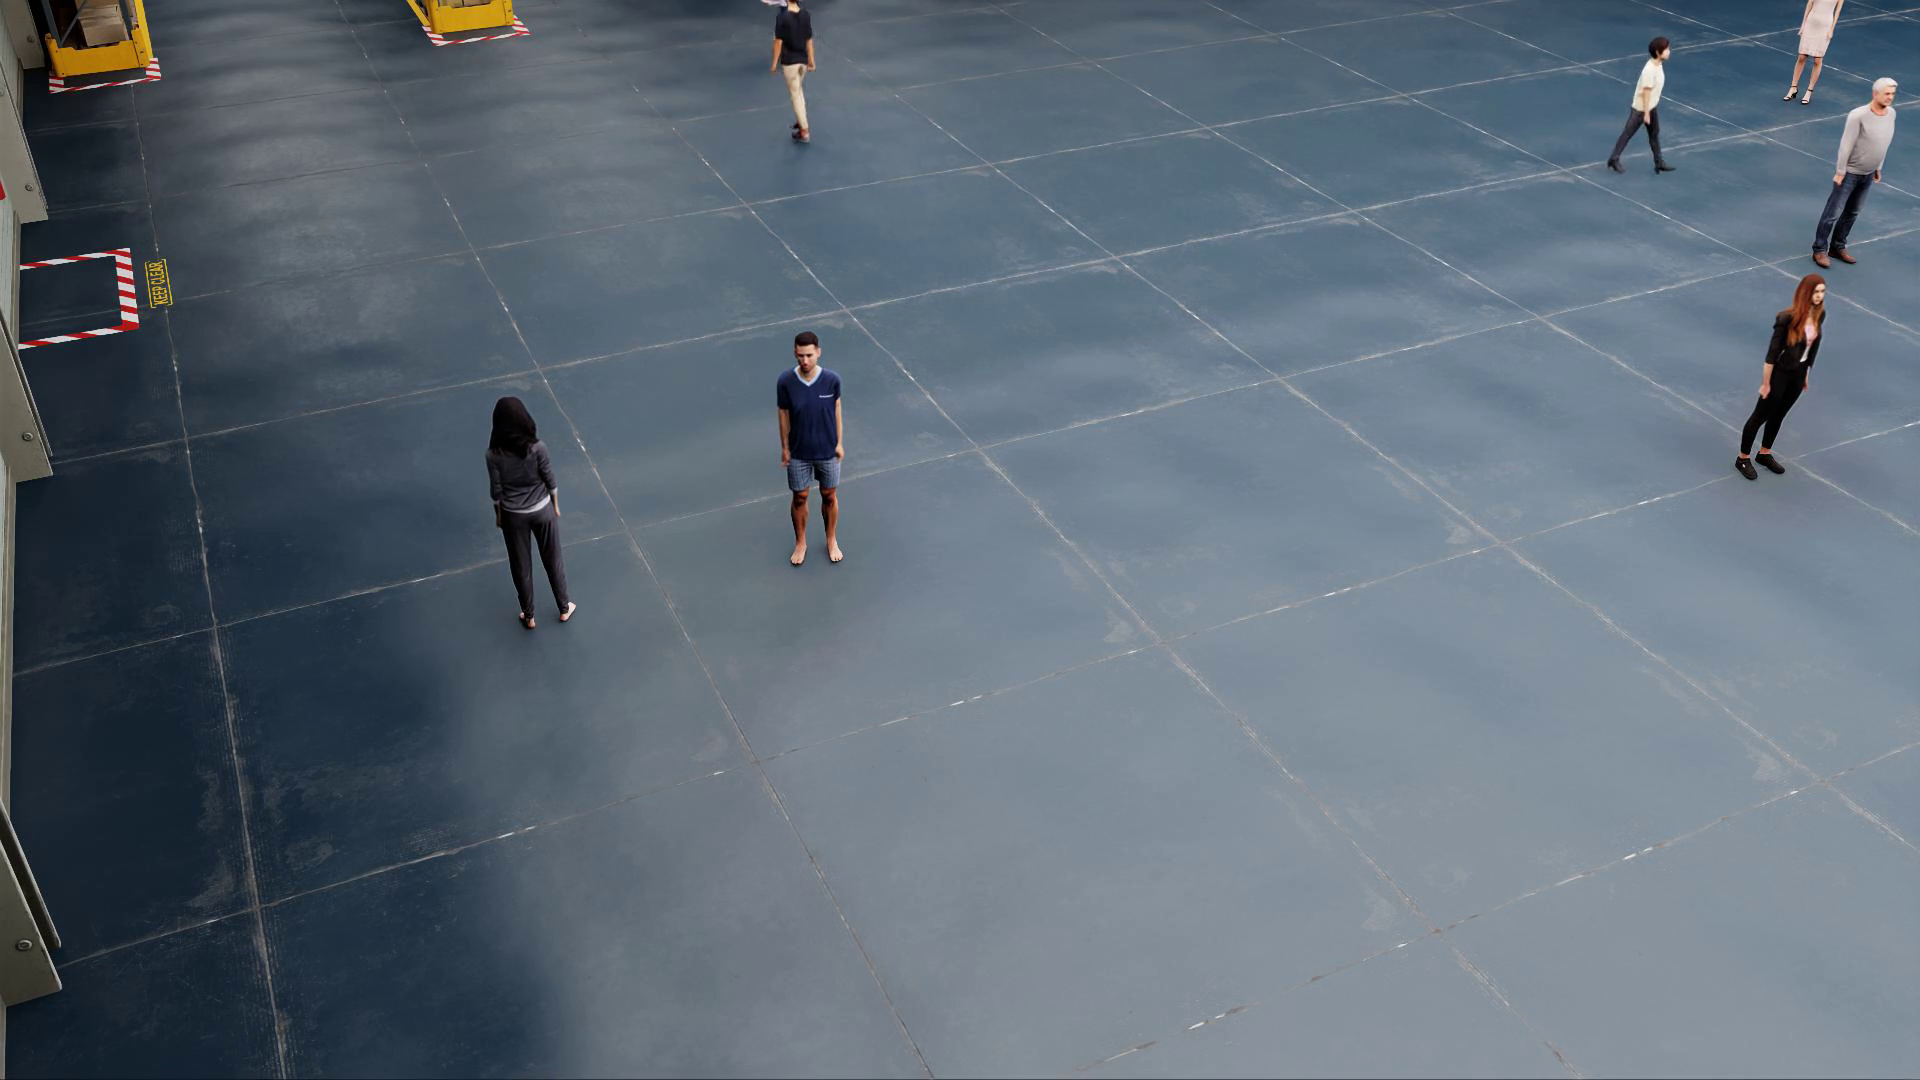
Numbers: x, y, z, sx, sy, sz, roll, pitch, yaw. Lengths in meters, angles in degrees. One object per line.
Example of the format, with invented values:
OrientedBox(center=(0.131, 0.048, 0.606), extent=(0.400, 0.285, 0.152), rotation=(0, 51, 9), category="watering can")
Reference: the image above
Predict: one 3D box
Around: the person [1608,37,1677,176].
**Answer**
OrientedBox(center=(7.675, -4.895, 18.836), extent=(1.066, 1.555, 0.889), rotation=(21, 39, 29), category="person")

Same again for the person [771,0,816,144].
OrientedBox(center=(-1.896, -5.620, 19.688), extent=(0.823, 1.842, 0.769), rotation=(26, 41, 34), category="person")

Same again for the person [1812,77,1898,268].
OrientedBox(center=(8.988, -3.705, 16.680), extent=(0.744, 1.911, 0.643), rotation=(-11, 35, -16), category="person")

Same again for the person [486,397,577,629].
OrientedBox(center=(-2.961, -0.179, 11.393), extent=(0.625, 1.765, 0.558), rotation=(-9, 34, -13), category="person")

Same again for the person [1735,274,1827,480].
OrientedBox(center=(6.534, -1.318, 13.191), extent=(0.617, 1.713, 0.547), rotation=(-10, 34, -16), category="person")

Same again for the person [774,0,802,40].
OrientedBox(center=(-2.482, -7.577, 22.767), extent=(0.788, 1.766, 0.701), rotation=(1, 33, 2), category="person")

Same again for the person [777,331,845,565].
OrientedBox(center=(-1.073, -0.681, 12.089), extent=(0.681, 1.848, 0.648), rotation=(-4, 33, -6), category="person")

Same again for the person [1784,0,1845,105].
OrientedBox(center=(10.818, -6.436, 20.953), extent=(0.562, 1.831, 0.698), rotation=(27, 41, 35), category="person")
